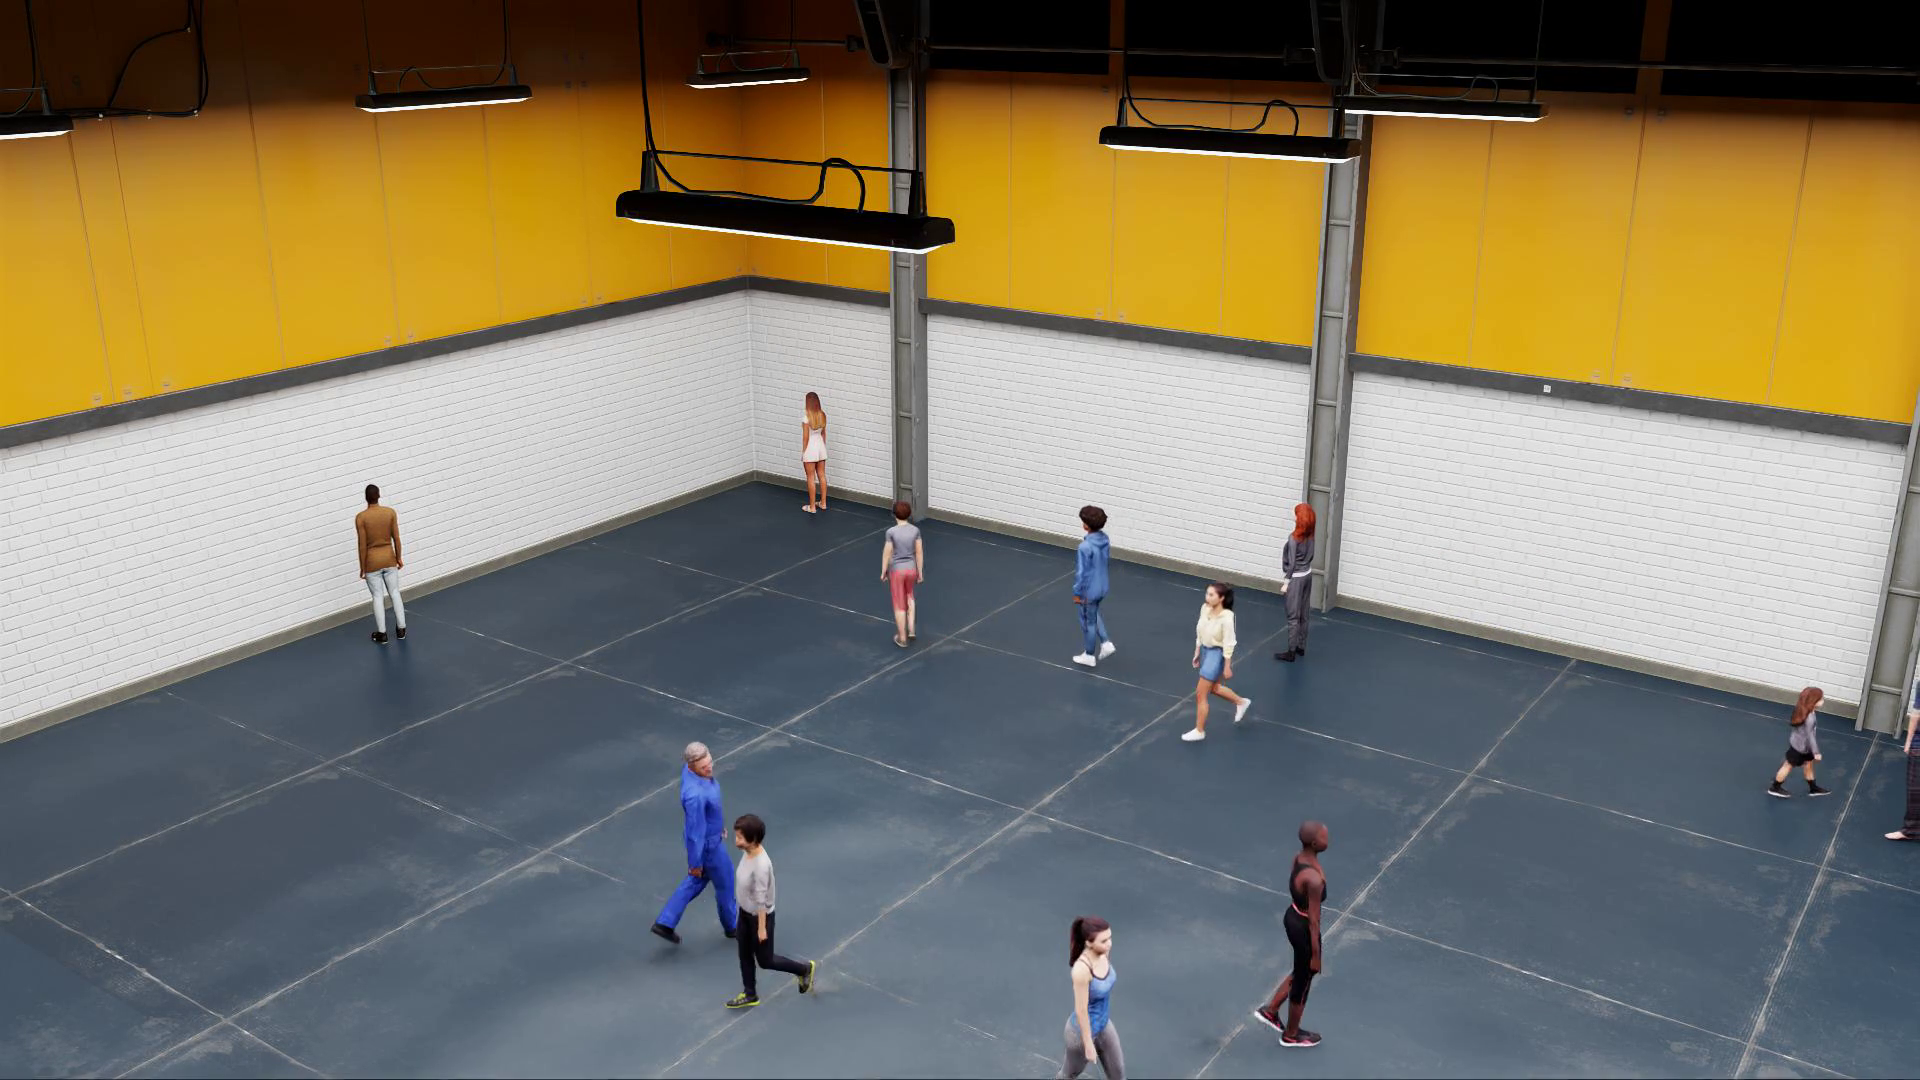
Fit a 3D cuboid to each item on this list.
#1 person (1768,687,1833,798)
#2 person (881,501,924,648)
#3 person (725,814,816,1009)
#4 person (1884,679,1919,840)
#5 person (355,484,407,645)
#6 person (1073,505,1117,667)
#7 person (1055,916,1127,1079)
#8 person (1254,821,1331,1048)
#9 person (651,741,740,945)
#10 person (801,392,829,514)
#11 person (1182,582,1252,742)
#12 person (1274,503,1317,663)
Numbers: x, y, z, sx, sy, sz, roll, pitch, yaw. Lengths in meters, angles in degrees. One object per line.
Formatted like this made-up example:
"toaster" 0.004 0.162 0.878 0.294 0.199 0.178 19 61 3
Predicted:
"person" 7.528 1.826 14.999 0.755 1.083 0.542 9 21 26
"person" -0.606 0.404 18.357 0.739 1.635 0.792 -7 20 -21
"person" -1.372 2.654 11.833 0.879 1.534 0.905 -8 20 -23
"person" 8.198 1.761 13.969 0.824 1.863 0.704 -9 21 -25
"person" -6.459 0.251 18.529 0.703 1.816 0.639 -14 23 -35
"person" 1.478 0.513 17.776 0.693 1.799 0.689 14 23 36
"person" 0.757 3.075 10.519 0.992 1.575 0.579 12 22 32
"person" 2.243 2.704 11.352 0.861 1.747 0.799 -2 19 -5
"person" -1.995 2.308 12.494 1.149 1.769 1.145 -8 20 -23
"person" -2.027 -1.234 23.123 0.610 1.697 0.603 -17 25 -41
"person" 2.526 1.161 16.155 1.050 1.605 1.088 -8 20 -21
"person" 3.658 0.443 18.013 0.548 1.780 0.604 17 25 40
